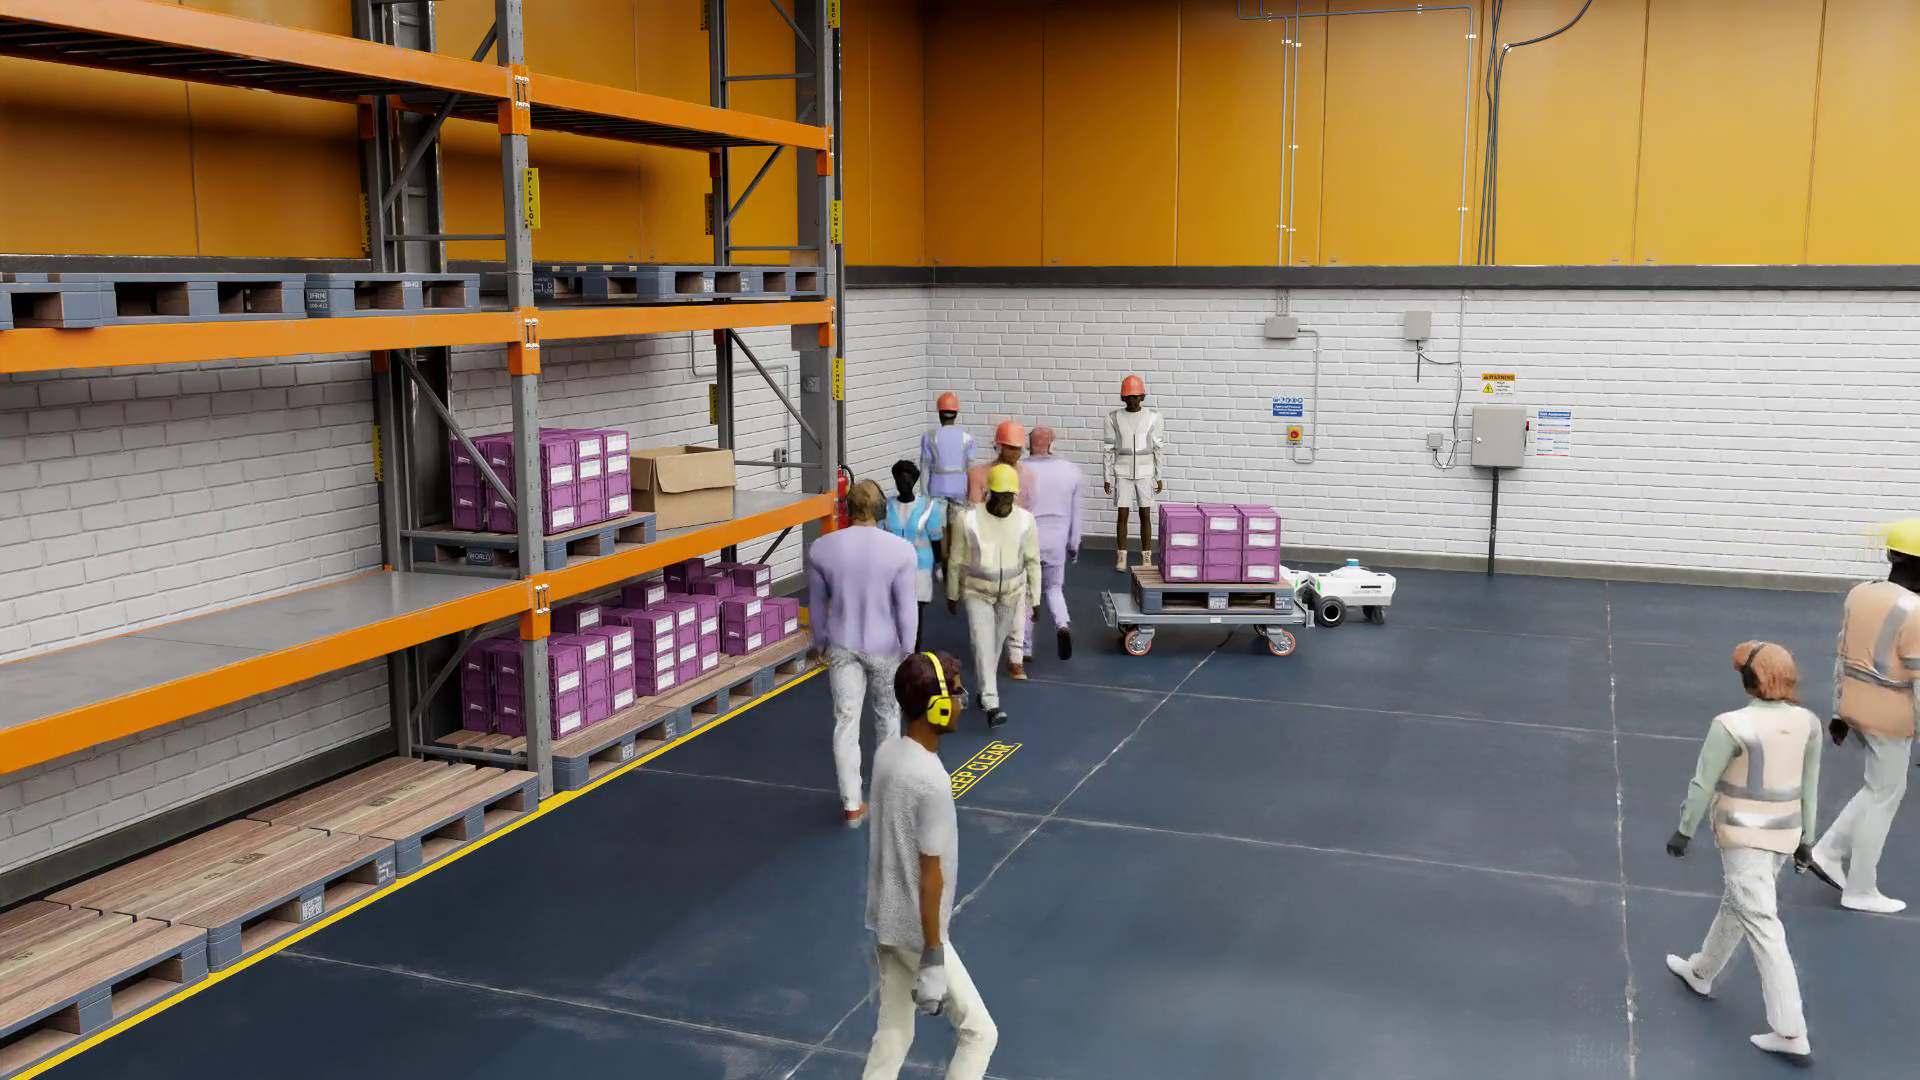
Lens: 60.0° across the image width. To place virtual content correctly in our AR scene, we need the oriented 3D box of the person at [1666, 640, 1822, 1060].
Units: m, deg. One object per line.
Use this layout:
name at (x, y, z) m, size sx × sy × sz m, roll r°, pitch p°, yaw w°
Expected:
person at (3.146, 1.189, 6.643) m, size 0.525 × 1.592 × 0.860 m, roll -3°, pitch 10°, yaw -21°

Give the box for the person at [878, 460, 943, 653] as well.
person at (-0.407, 0.201, 12.677) m, size 0.547 × 1.652 × 0.882 m, roll 2°, pitch 9°, yaw 11°

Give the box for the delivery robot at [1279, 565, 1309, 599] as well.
delivery robot at (2.719, 0.367, 14.768) m, size 0.707 × 0.478 × 0.477 m, roll 5°, pitch 10°, yaw 30°

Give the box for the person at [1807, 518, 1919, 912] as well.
person at (4.397, 0.840, 7.870) m, size 0.430 × 1.905 × 0.596 m, roll 0°, pitch 9°, yaw 1°

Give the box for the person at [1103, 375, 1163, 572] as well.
person at (1.763, -0.669, 16.962) m, size 0.613 × 2.031 × 0.402 m, roll 1°, pitch 9°, yaw 3°

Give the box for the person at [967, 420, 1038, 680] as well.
person at (0.300, 0.036, 12.797) m, size 0.621 × 1.955 × 1.002 m, roll -2°, pitch 9°, yaw -14°

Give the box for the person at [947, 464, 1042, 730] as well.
person at (0.258, 0.372, 11.211) m, size 0.619 × 1.767 × 0.994 m, roll -3°, pitch 9°, yaw -16°

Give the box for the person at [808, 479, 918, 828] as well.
person at (-0.523, 0.595, 9.407) m, size 0.653 × 1.897 × 0.942 m, roll 1°, pitch 9°, yaw 9°

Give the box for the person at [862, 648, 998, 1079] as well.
person at (-0.087, 1.263, 5.394) m, size 0.648 × 1.844 × 0.552 m, roll -4°, pitch 10°, yaw -25°

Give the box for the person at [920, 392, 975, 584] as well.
person at (-0.111, -0.479, 16.150) m, size 0.545 × 1.916 × 0.827 m, roll -2°, pitch 9°, yaw -13°

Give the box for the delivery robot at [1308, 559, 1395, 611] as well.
delivery robot at (3.417, 0.409, 14.504) m, size 0.707 × 0.478 × 0.477 m, roll 0°, pitch 9°, yaw -2°

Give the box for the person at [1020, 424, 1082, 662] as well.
person at (0.634, 0.046, 12.929) m, size 0.668 × 1.879 × 0.590 m, roll -3°, pitch 9°, yaw -16°
